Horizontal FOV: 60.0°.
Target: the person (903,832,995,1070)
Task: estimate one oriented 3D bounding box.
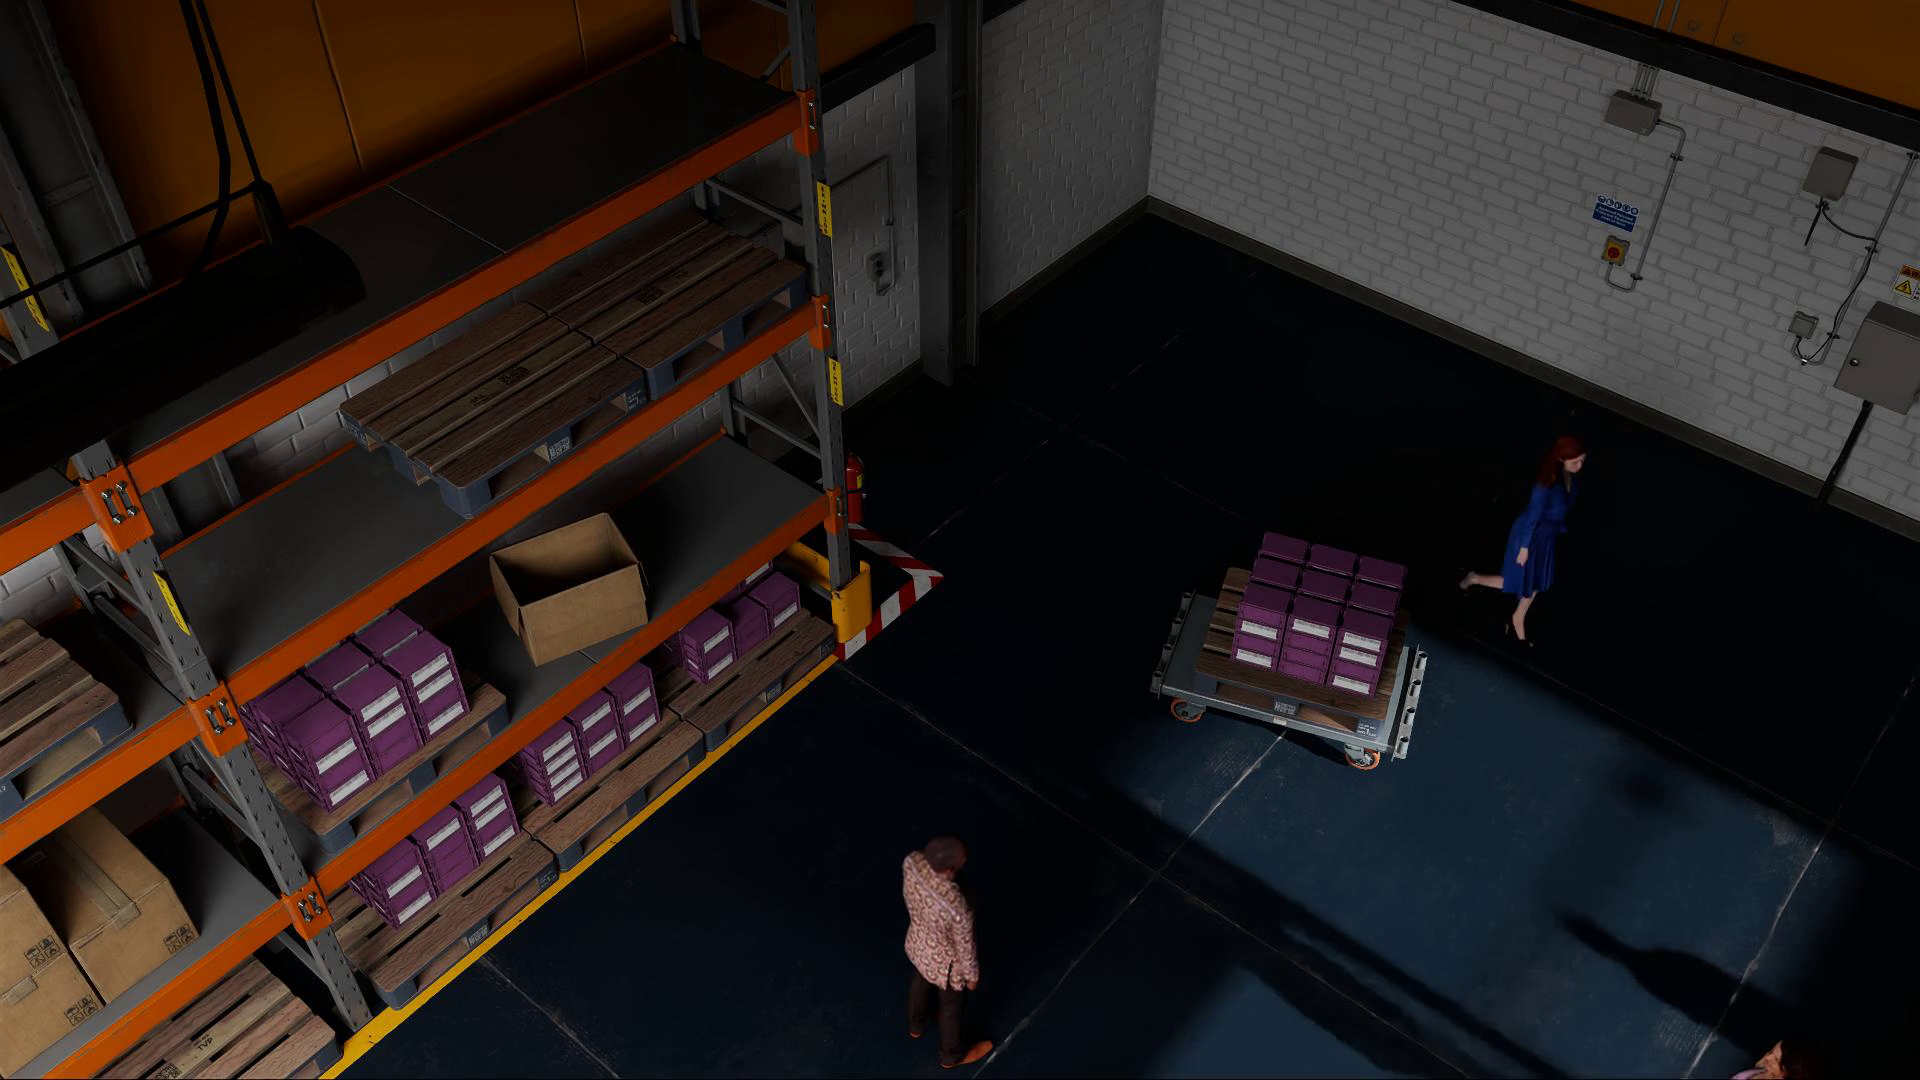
[{"bbox_3d":[-0.099,2.117,8.658,0.661,1.808,0.737,-28,50,-26],"label":"person"}]

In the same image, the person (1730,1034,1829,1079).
[{"bbox_3d":[3.767,2.894,7.888,1.049,1.745,1.059,2,44,2],"label":"person"}]

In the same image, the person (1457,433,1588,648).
[{"bbox_3d":[3.697,-0.045,10.927,0.852,1.808,0.746,-32,52,-29],"label":"person"}]
